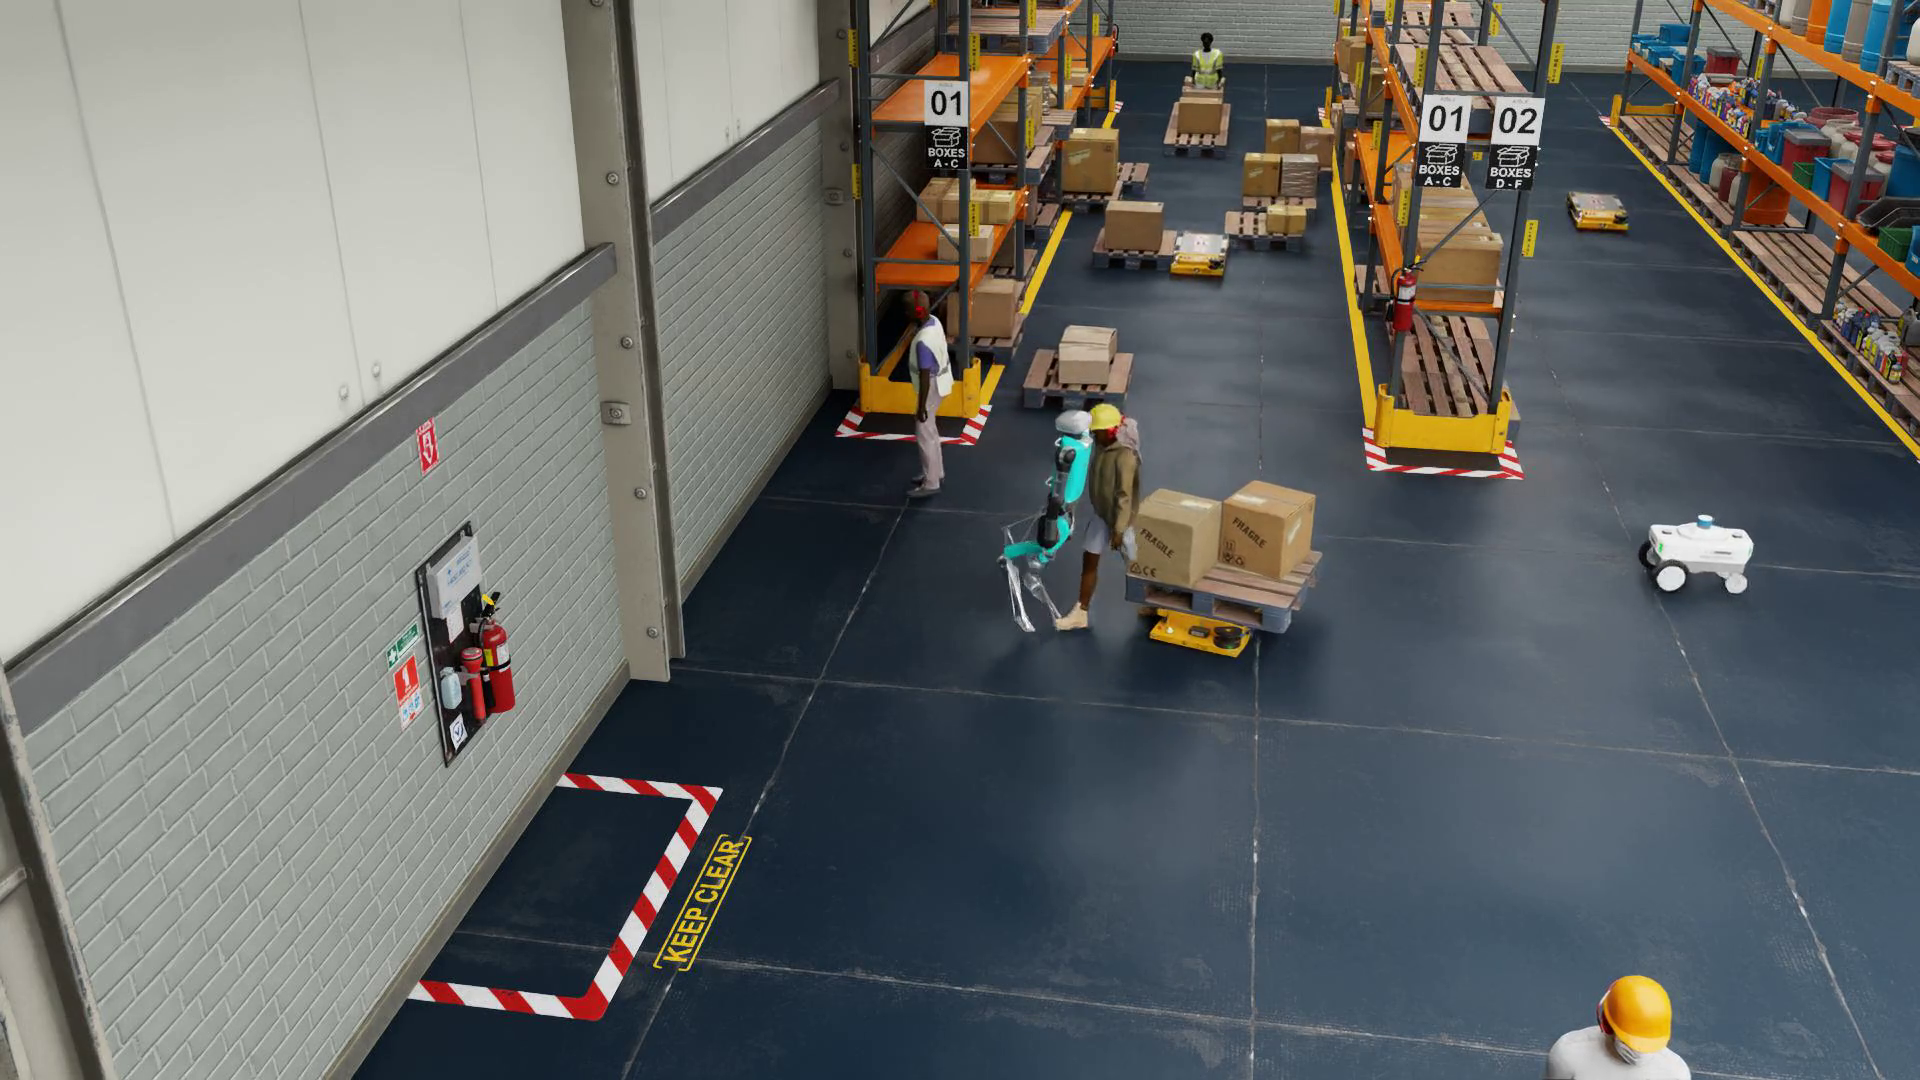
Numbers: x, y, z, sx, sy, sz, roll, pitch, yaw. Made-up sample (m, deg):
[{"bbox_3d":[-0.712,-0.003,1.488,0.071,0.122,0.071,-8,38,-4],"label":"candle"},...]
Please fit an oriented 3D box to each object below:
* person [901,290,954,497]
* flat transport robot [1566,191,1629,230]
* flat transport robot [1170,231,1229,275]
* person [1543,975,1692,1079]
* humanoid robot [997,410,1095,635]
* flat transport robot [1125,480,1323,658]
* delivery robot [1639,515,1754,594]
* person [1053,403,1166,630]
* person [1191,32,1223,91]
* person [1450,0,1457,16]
[{"bbox_3d":[-0.277,-1.245,14.183,0.442,1.824,0.578,2,25,4],"label":"person"},{"bbox_3d":[8.870,-4.589,23.180,0.659,0.231,1.431,5,26,11],"label":"flat transport robot"},{"bbox_3d":[3.065,-3.653,21.177,0.659,0.231,1.431,5,25,10],"label":"flat transport robot"},{"bbox_3d":[2.411,2.408,6.297,0.569,1.889,0.389,8,26,16],"label":"person"},{"bbox_3d":[0.538,-0.100,11.853,0.795,1.785,0.530,10,27,20],"label":"humanoid robot"},{"bbox_3d":[1.975,0.439,12.417,0.659,0.231,1.431,12,28,24],"label":"flat transport robot"},{"bbox_3d":[5.673,0.094,12.810,0.782,0.587,0.499,3,25,7],"label":"delivery robot"},{"bbox_3d":[1.152,-0.175,12.033,0.919,1.713,0.584,-13,28,-26],"label":"person"},{"bbox_3d":[4.206,-7.833,28.441,0.548,1.680,0.467,5,25,10],"label":"person"},{"bbox_3d":[9.269,-9.324,31.549,0.326,1.763,0.523,-14,29,-28],"label":"person"}]
